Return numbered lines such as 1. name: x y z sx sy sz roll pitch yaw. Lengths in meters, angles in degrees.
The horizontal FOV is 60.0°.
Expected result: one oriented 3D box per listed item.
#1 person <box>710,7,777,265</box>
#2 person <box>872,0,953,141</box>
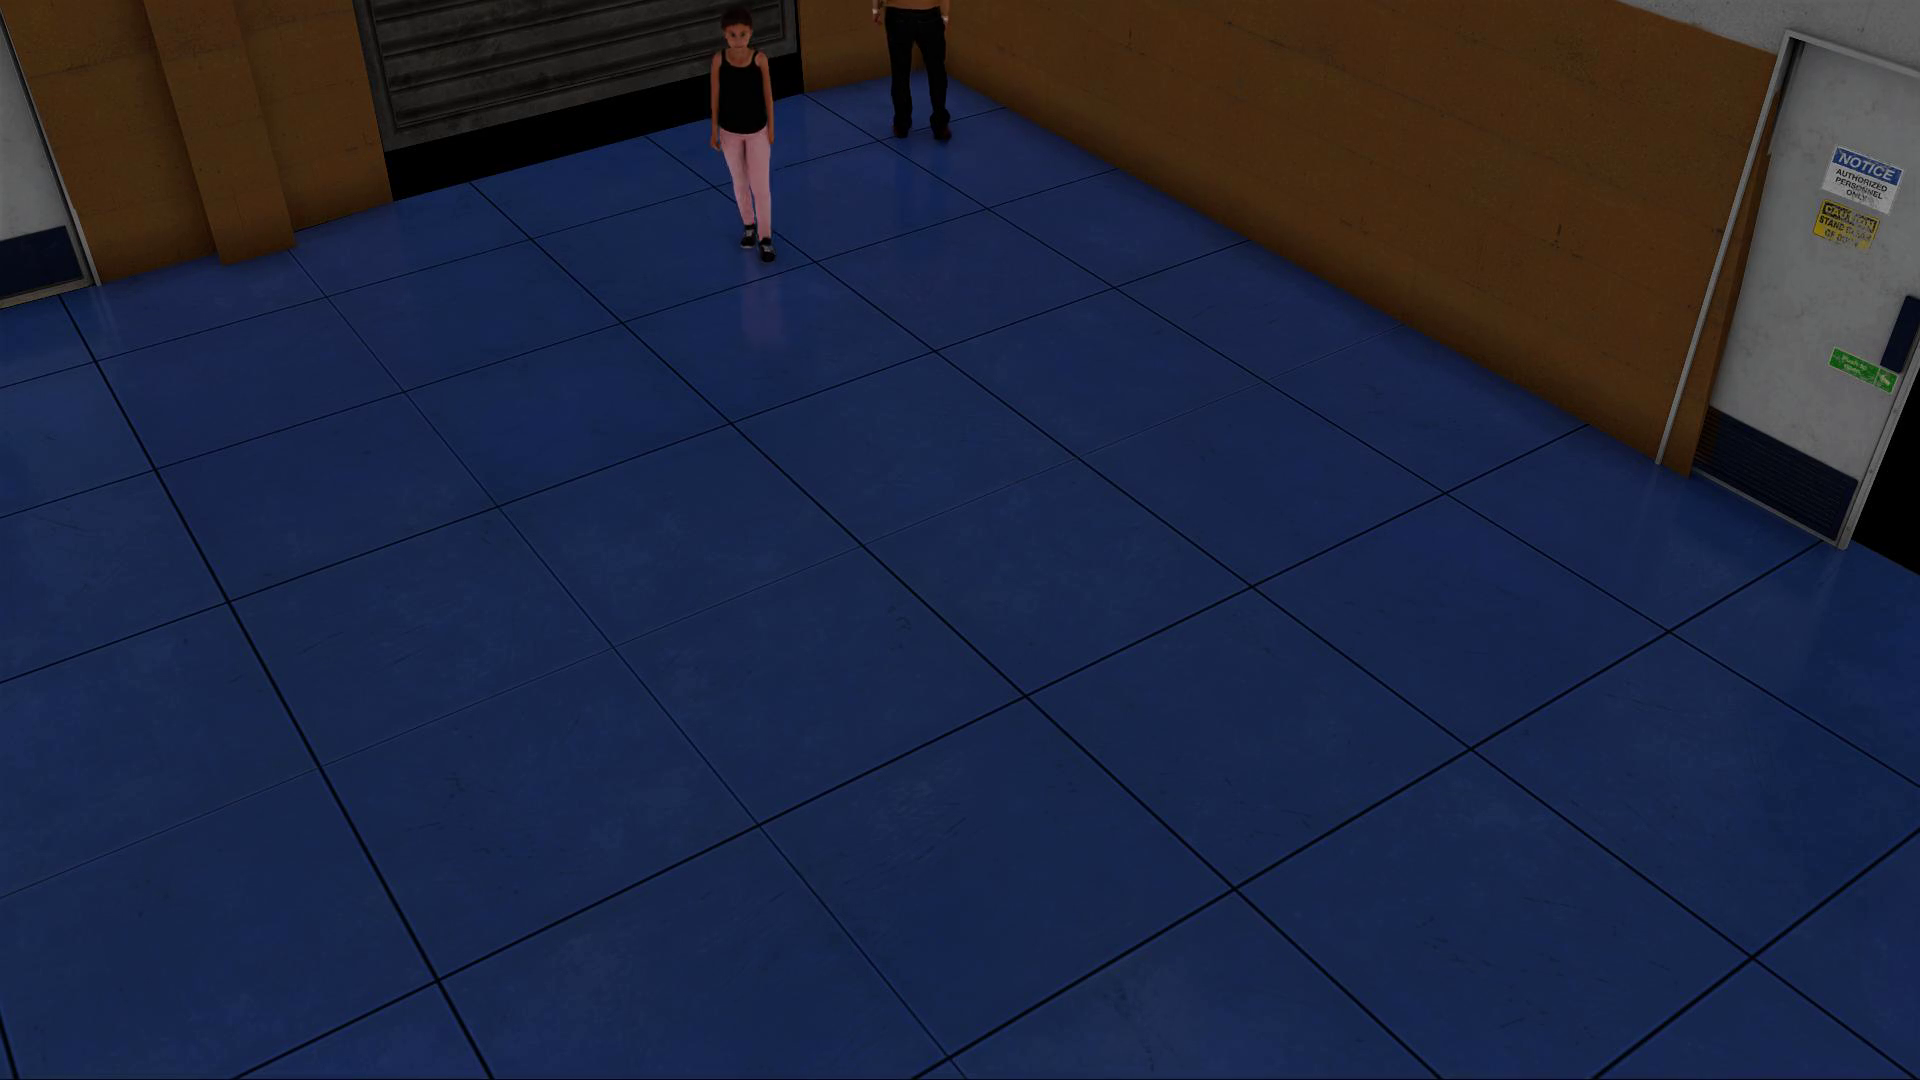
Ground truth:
1. person: -1.323 -2.524 10.225 0.788 1.542 0.813 1 37 1
2. person: -0.314 -3.615 11.504 0.842 1.753 0.919 -1 37 -1
